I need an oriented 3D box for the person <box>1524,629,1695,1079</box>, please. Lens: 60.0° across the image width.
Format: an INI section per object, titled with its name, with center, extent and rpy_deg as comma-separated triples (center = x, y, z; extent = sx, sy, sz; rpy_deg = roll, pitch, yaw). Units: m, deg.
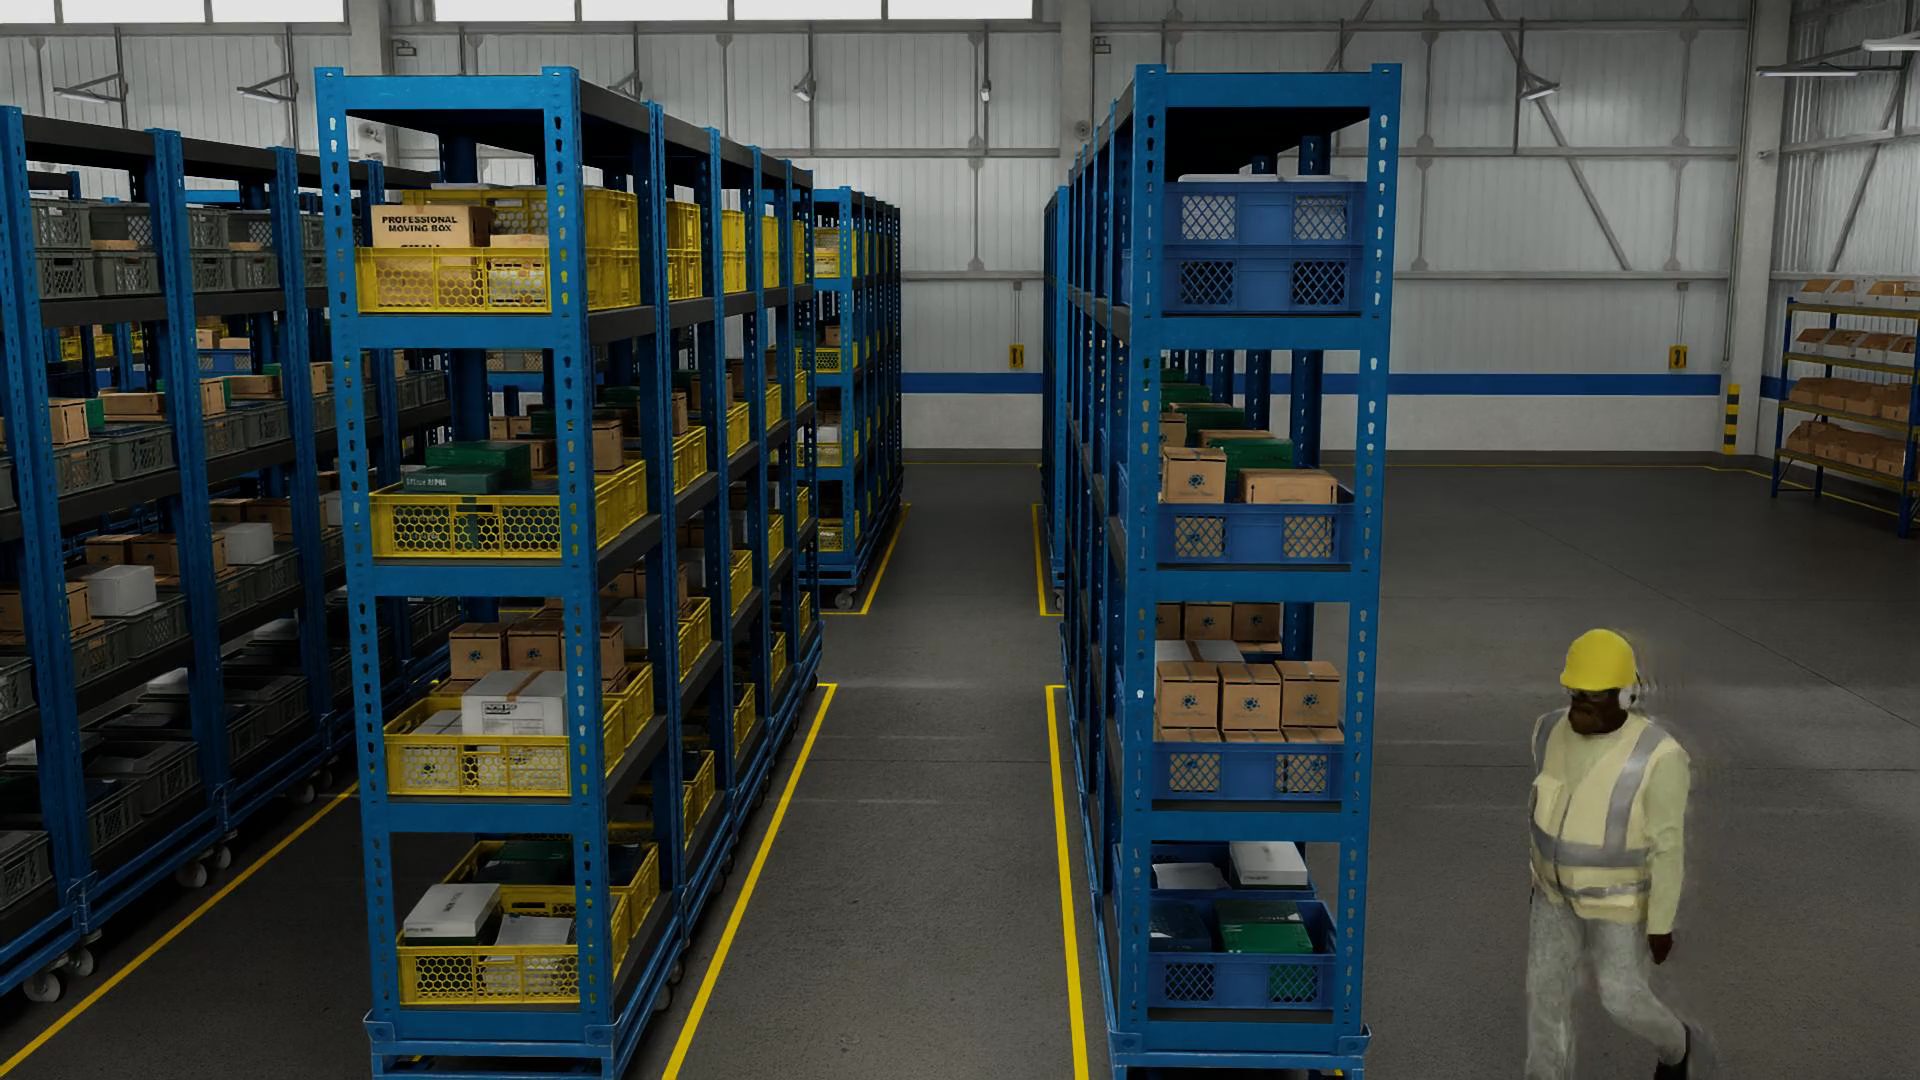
[person]
center = 2.238, 1.171, 5.715
extent = 0.771, 1.809, 0.600
rpy_deg = -6, 12, -33
